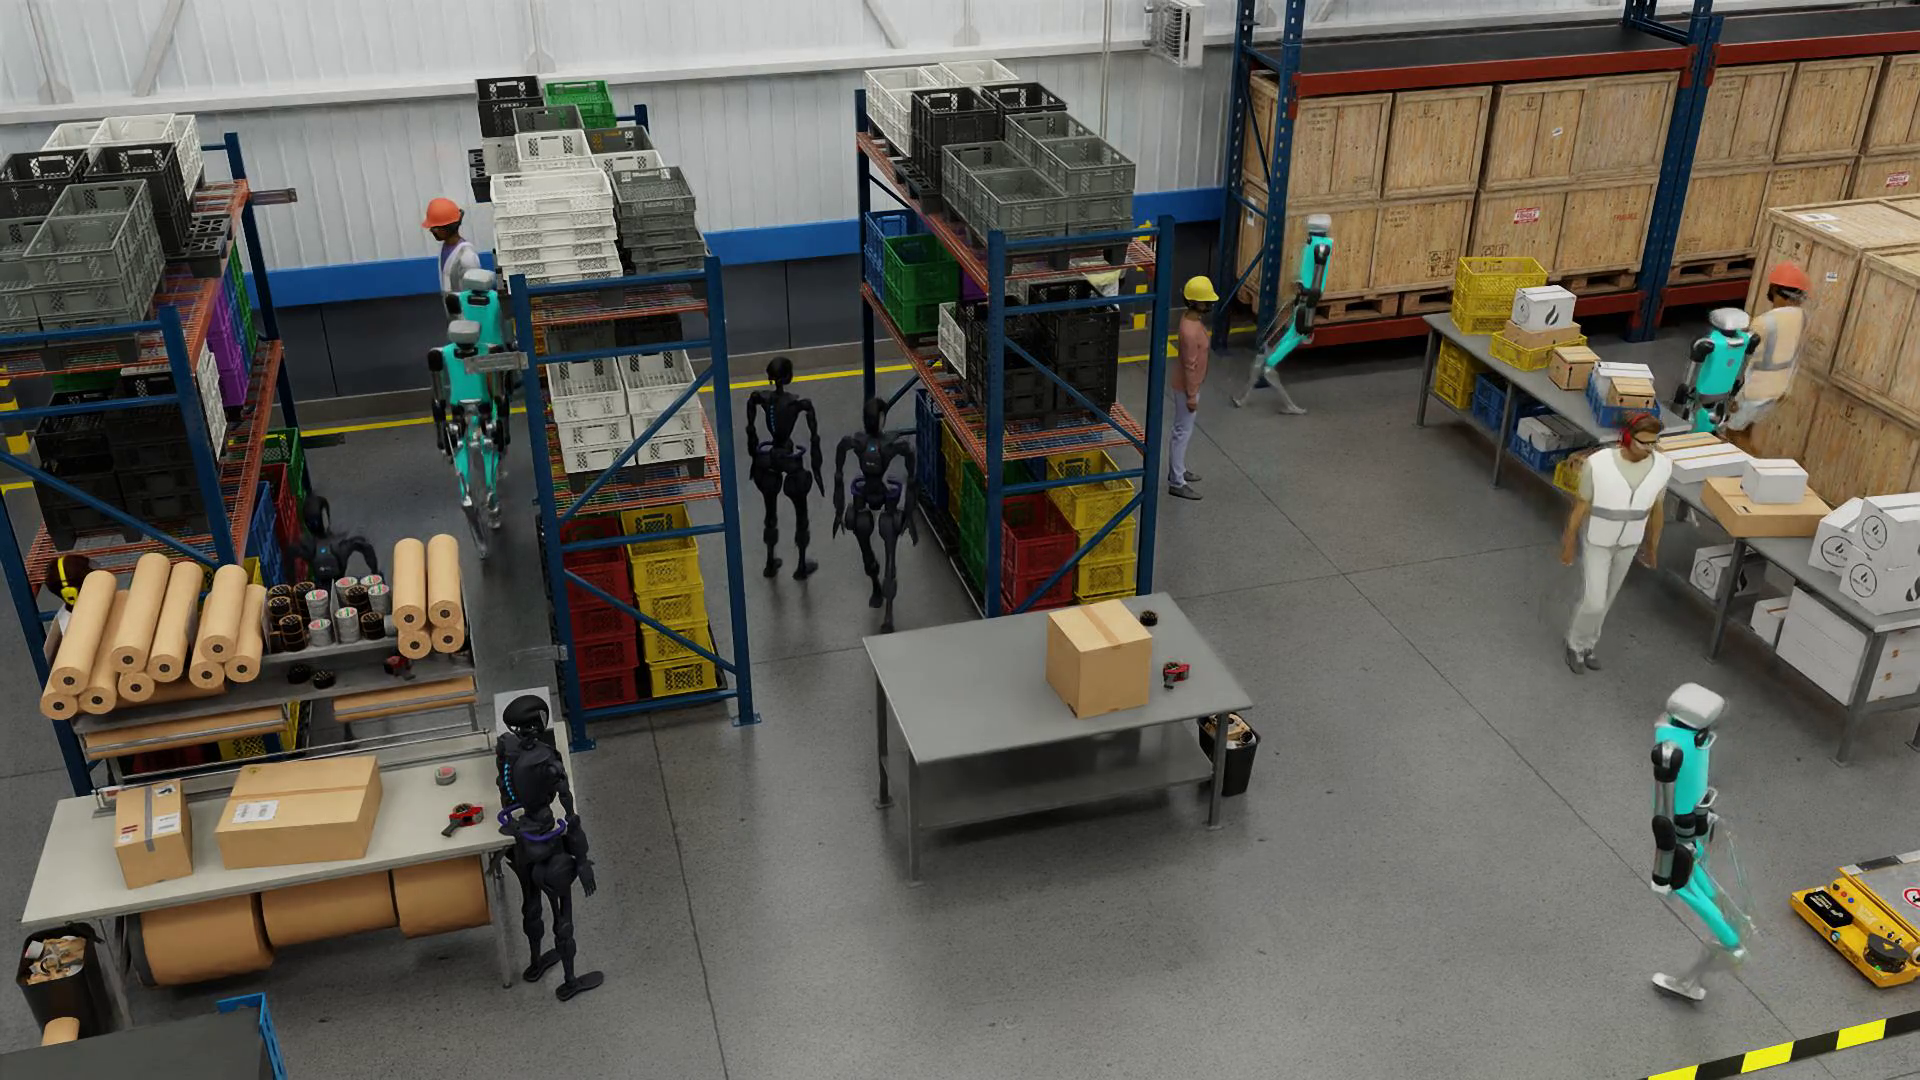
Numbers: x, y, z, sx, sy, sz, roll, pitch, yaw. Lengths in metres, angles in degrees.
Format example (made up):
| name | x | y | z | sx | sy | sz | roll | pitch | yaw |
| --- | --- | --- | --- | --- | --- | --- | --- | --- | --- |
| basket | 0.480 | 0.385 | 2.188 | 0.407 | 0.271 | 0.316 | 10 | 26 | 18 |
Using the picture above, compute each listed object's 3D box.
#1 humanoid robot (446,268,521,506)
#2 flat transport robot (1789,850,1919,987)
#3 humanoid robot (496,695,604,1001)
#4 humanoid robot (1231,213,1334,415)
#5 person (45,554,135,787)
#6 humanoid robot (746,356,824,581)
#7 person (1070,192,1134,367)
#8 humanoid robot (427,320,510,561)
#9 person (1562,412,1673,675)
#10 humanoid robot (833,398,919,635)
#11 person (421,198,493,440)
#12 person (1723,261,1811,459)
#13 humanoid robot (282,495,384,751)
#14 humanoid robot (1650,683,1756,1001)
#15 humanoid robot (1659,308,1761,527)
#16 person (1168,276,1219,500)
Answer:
| name | x | y | z | sx | sy | sz | roll | pitch | yaw |
| --- | --- | --- | --- | --- | --- | --- | --- | --- | --- |
| humanoid robot | -3.645 | -1.080 | 12.697 | 0.560 | 1.849 | 0.809 | 0 | 29 | -1 |
| flat transport robot | 5.163 | 1.916 | 8.676 | 1.431 | 0.231 | 0.659 | -8 | 30 | -14 |
| humanoid robot | -2.020 | 1.461 | 8.025 | 0.599 | 1.657 | 0.315 | 21 | 35 | 34 |
| humanoid robot | 2.668 | -1.858 | 14.093 | 0.835 | 1.851 | 0.557 | 2 | 29 | 4 |
| person | -4.511 | 0.904 | 8.849 | 0.329 | 1.876 | 0.509 | -11 | 31 | -19 |
| humanoid robot | -1.232 | -0.509 | 11.619 | 0.589 | 1.653 | 0.324 | 9 | 30 | 16 |
| person | 1.204 | -2.336 | 14.779 | 0.625 | 1.843 | 0.429 | -12 | 31 | -21 |
| humanoid robot | -3.438 | -0.657 | 11.852 | 0.565 | 1.758 | 0.988 | -9 | 30 | -15 |
| person | 4.122 | 0.039 | 10.467 | 0.590 | 1.824 | 0.522 | -3 | 29 | -6 |
| humanoid robot | -0.571 | -0.169 | 11.038 | 0.595 | 1.623 | 0.779 | 3 | 29 | 6 |
| person | -4.077 | -1.805 | 13.608 | 0.392 | 2.038 | 0.613 | -19 | 34 | -31 |
| person | 6.097 | -1.147 | 12.553 | 0.555 | 1.905 | 0.683 | -13 | 31 | -22 |
| humanoid robot | -3.661 | 0.464 | 9.914 | 0.583 | 1.630 | 0.789 | -7 | 30 | -12 |
| humanoid robot | 3.542 | 1.576 | 7.862 | 0.760 | 1.869 | 0.562 | 21 | 35 | 33 |
| humanoid robot | 5.379 | -0.979 | 12.441 | 0.531 | 1.775 | 0.874 | -9 | 30 | -16 |
| person | 1.776 | -1.179 | 12.751 | 0.313 | 1.768 | 0.524 | 4 | 29 | 7 |
